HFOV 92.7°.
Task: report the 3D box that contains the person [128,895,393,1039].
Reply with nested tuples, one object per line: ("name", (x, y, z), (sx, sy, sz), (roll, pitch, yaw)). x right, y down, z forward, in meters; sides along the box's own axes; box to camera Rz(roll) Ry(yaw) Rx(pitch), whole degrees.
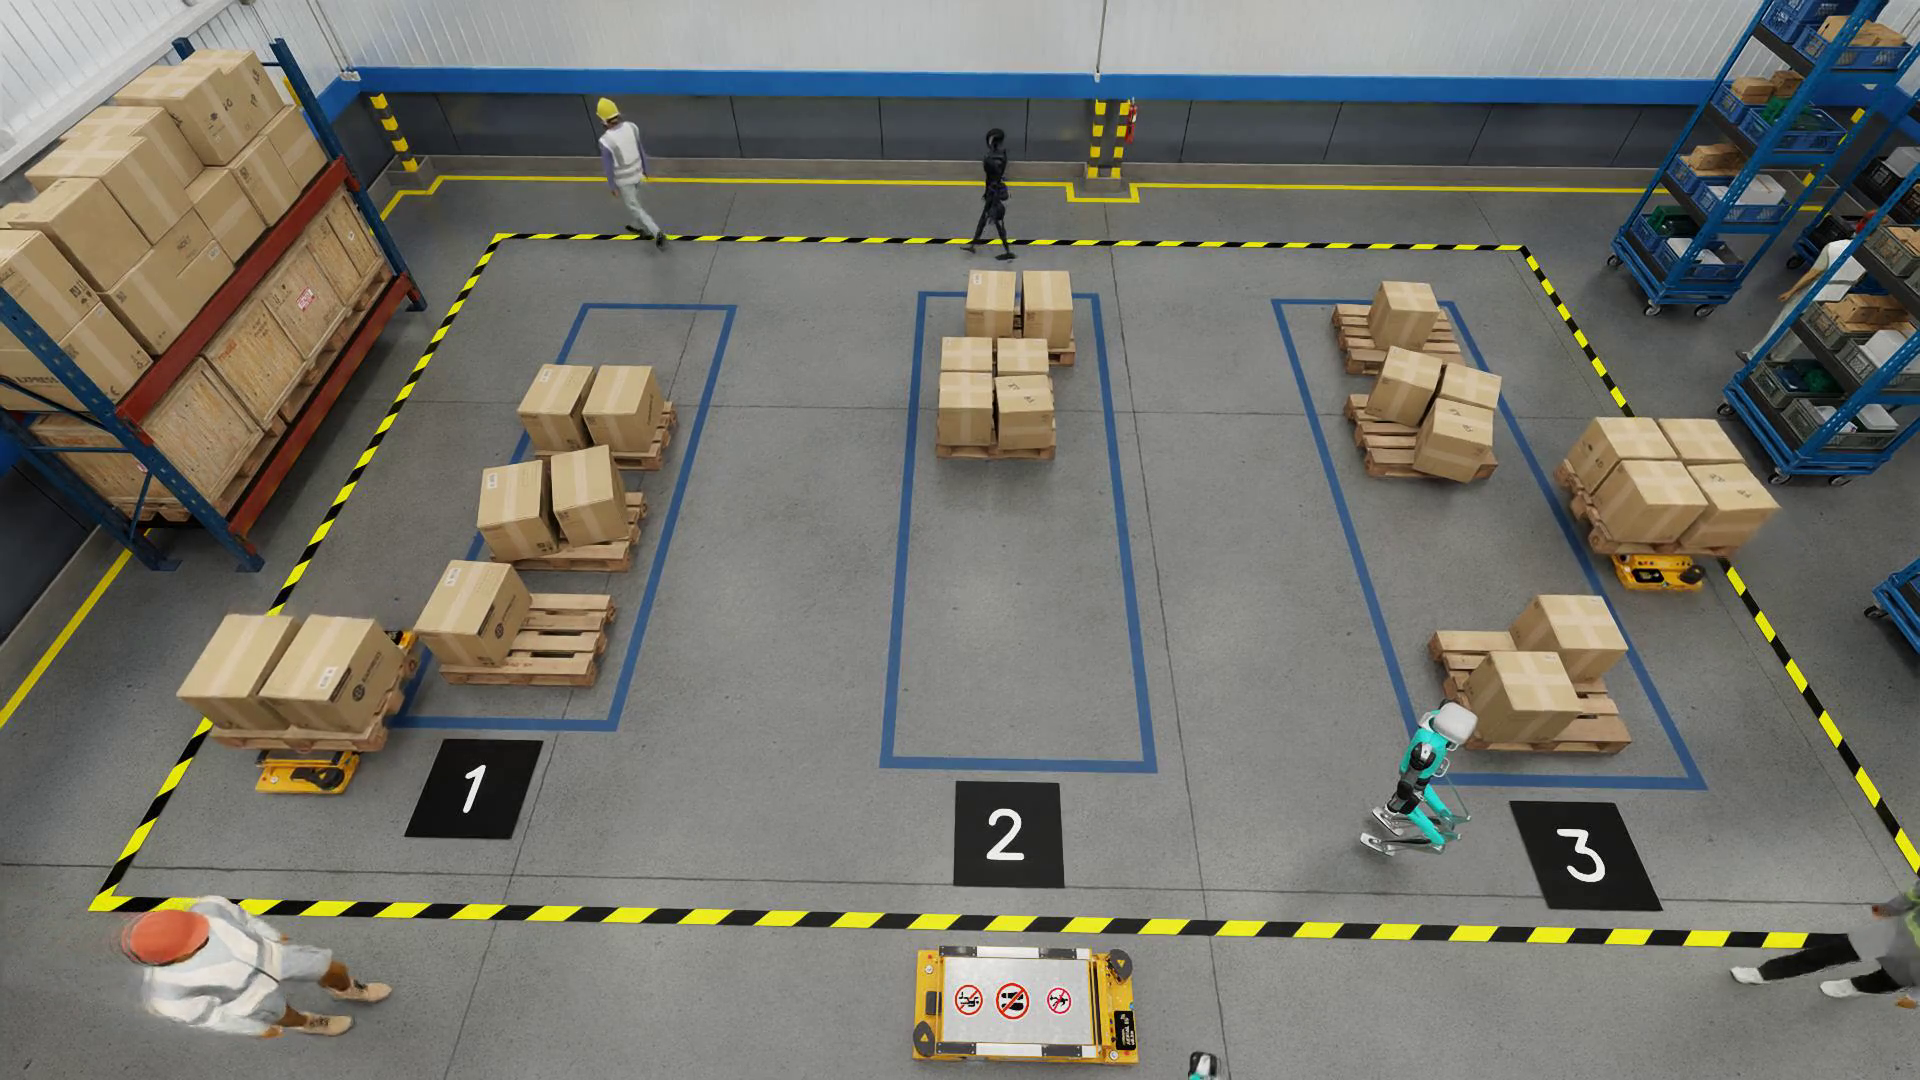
("person", (-4.010, 2.538, 5.284), (0.667, 2.023, 0.611), (2, 51, 2))

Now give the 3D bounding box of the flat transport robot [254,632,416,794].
("flat transport robot", (-5.027, 1.329, 7.385), (0.652, 0.197, 1.431), (1, 51, 1))

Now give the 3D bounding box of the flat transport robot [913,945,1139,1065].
("flat transport robot", (0.422, 3.041, 6.007), (1.431, 0.231, 0.659), (1, 51, 1))

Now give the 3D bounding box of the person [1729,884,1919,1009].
("person", (5.640, 2.462, 5.485), (0.951, 1.796, 0.617), (-2, 51, -2))

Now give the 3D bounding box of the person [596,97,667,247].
("person", (-3.992, -4.415, 11.092), (0.775, 1.808, 0.598), (24, 55, 18))

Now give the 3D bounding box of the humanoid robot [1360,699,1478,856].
("humanoid robot", (3.164, 1.699, 6.070), (0.735, 1.673, 0.533), (34, 58, 24))

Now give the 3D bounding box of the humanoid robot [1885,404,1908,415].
("humanoid robot", (9.723, -1.844, 9.081), (0.600, 1.648, 0.434), (8, 51, 6))

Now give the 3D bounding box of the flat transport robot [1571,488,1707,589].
("flat transport robot", (6.316, -0.169, 8.606), (0.652, 0.197, 1.431), (1, 51, 1))

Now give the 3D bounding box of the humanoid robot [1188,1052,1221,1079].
("humanoid robot", (1.474, 3.252, 4.897), (0.910, 1.782, 0.551), (10, 51, 8))

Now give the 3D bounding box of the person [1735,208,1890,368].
("person", (8.935, -2.562, 9.559), (0.565, 1.842, 0.390), (3, 51, 2))

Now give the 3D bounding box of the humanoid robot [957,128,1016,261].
("humanoid robot", (0.345, -4.059, 10.900), (0.722, 1.635, 0.597), (-7, 51, -6))
